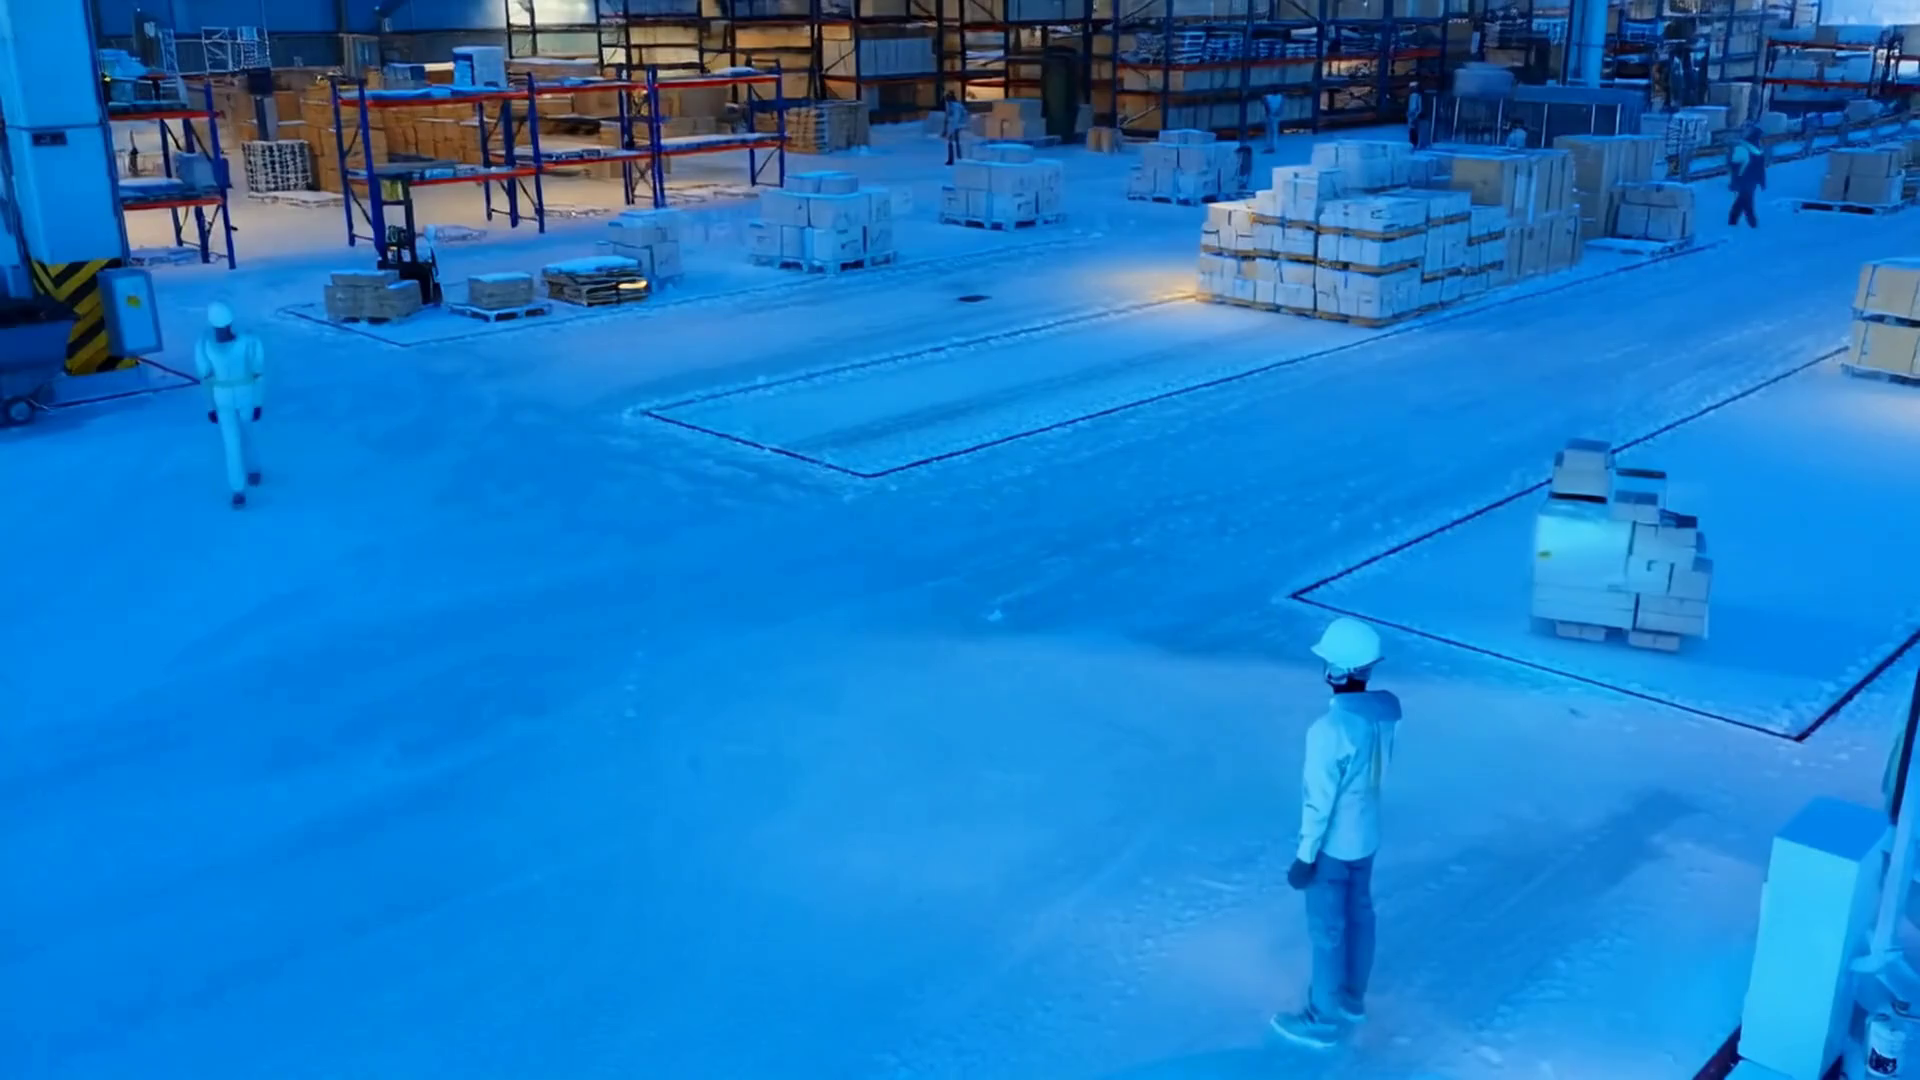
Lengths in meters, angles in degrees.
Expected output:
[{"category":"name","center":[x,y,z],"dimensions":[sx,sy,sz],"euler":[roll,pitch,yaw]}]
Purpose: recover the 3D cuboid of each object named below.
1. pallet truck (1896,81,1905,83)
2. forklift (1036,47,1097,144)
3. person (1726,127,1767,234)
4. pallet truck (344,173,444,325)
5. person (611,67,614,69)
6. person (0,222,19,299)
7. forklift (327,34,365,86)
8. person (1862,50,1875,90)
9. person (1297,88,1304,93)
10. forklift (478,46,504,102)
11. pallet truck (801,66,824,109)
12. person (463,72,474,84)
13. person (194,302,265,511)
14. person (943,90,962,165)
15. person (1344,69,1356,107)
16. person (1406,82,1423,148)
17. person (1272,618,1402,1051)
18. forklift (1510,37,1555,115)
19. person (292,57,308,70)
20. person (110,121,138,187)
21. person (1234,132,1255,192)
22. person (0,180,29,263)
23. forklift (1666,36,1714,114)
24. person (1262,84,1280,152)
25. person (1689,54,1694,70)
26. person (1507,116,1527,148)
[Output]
[{"category":"pallet truck","center":[34.802,-16.331,61.455],"dimensions":[0.653,1.274,1.630],"euler":[17,25,41]},{"category":"forklift","center":[3.234,-13.597,50.749],"dimensions":[1.129,2.768,1.873],"euler":[17,25,41]},{"category":"person","center":[15.259,-6.932,31.980],"dimensions":[0.708,2.000,0.988],"euler":[-11,22,-31]},{"category":"pallet truck","center":[-8.209,-4.181,23.757],"dimensions":[0.823,1.965,1.885],"euler":[3,19,9]},{"category":"person","center":[-15.513,-20.763,74.277],"dimensions":[0.308,1.640,0.510],"euler":[17,25,41]},{"category":"person","center":[-11.841,-3.112,20.551],"dimensions":[0.387,1.989,0.608],"euler":[17,25,41]},{"category":"forklift","center":[-23.611,-18.249,64.764],"dimensions":[1.129,2.768,1.873],"euler":[17,25,41]},{"category":"person","center":[42.266,-21.943,77.423],"dimensions":[0.409,1.904,0.640],"euler":[17,25,41]},{"category":"person","center":[12.348,-16.275,60.671],"dimensions":[0.319,1.694,0.532],"euler":[17,25,41]},{"category":"forklift","center":[-14.397,-13.832,51.456],"dimensions":[1.129,2.768,1.873],"euler":[17,25,41]},{"category":"pallet truck","center":[-4.812,-15.182,56.903],"dimensions":[0.823,1.965,1.885],"euler":[-9,21,-26]},{"category":"person","center":[-15.641,-13.895,53.030],"dimensions":[0.377,1.995,0.608],"euler":[17,25,41]},{"category":"person","center":[-6.661,-1.296,15.284],"dimensions":[0.570,1.869,1.030],"euler":[-7,20,-20]},{"category":"person","center":[-0.213,-10.974,44.283],"dimensions":[0.368,1.960,0.602],"euler":[17,25,41]},{"category":"person","center":[14.331,-16.428,61.144],"dimensions":[0.574,1.688,0.324],"euler":[-16,24,-39]},{"category":"person","center":[13.226,-12.383,48.576],"dimensions":[0.366,1.931,0.542],"euler":[17,25,41]},{"category":"person","center":[1.659,1.285,7.295],"dimensions":[0.377,1.995,0.608],"euler":[17,25,41]},{"category":"forklift","center":[21.235,-16.863,60.587],"dimensions":[1.873,2.768,1.129],"euler":[8,20,23]},{"category":"person","center":[-26.077,-18.101,65.789],"dimensions":[0.373,1.940,0.629],"euler":[17,25,41]},{"category":"person","center":[-19.207,-8.918,38.122],"dimensions":[0.373,1.940,0.629],"euler":[17,25,41]},{"category":"person","center":[5.884,-7.588,34.496],"dimensions":[0.319,1.696,0.532],"euler":[17,25,41]},{"category":"person","center":[-13.929,-4.339,24.435],"dimensions":[0.329,1.872,0.508],"euler":[17,25,41]},{"category":"forklift","center":[27.341,-17.291,61.877],"dimensions":[1.129,2.768,1.873],"euler":[17,25,41]},{"category":"person","center":[8.960,-12.113,47.800],"dimensions":[0.388,1.913,0.606],"euler":[17,25,41]},{"category":"person","center":[31.776,-20.318,72.648],"dimensions":[0.403,1.825,0.586],"euler":[17,25,41]},{"category":"person","center":[11.859,-8.093,35.643],"dimensions":[0.373,1.936,0.629],"euler":[17,25,41]}]
